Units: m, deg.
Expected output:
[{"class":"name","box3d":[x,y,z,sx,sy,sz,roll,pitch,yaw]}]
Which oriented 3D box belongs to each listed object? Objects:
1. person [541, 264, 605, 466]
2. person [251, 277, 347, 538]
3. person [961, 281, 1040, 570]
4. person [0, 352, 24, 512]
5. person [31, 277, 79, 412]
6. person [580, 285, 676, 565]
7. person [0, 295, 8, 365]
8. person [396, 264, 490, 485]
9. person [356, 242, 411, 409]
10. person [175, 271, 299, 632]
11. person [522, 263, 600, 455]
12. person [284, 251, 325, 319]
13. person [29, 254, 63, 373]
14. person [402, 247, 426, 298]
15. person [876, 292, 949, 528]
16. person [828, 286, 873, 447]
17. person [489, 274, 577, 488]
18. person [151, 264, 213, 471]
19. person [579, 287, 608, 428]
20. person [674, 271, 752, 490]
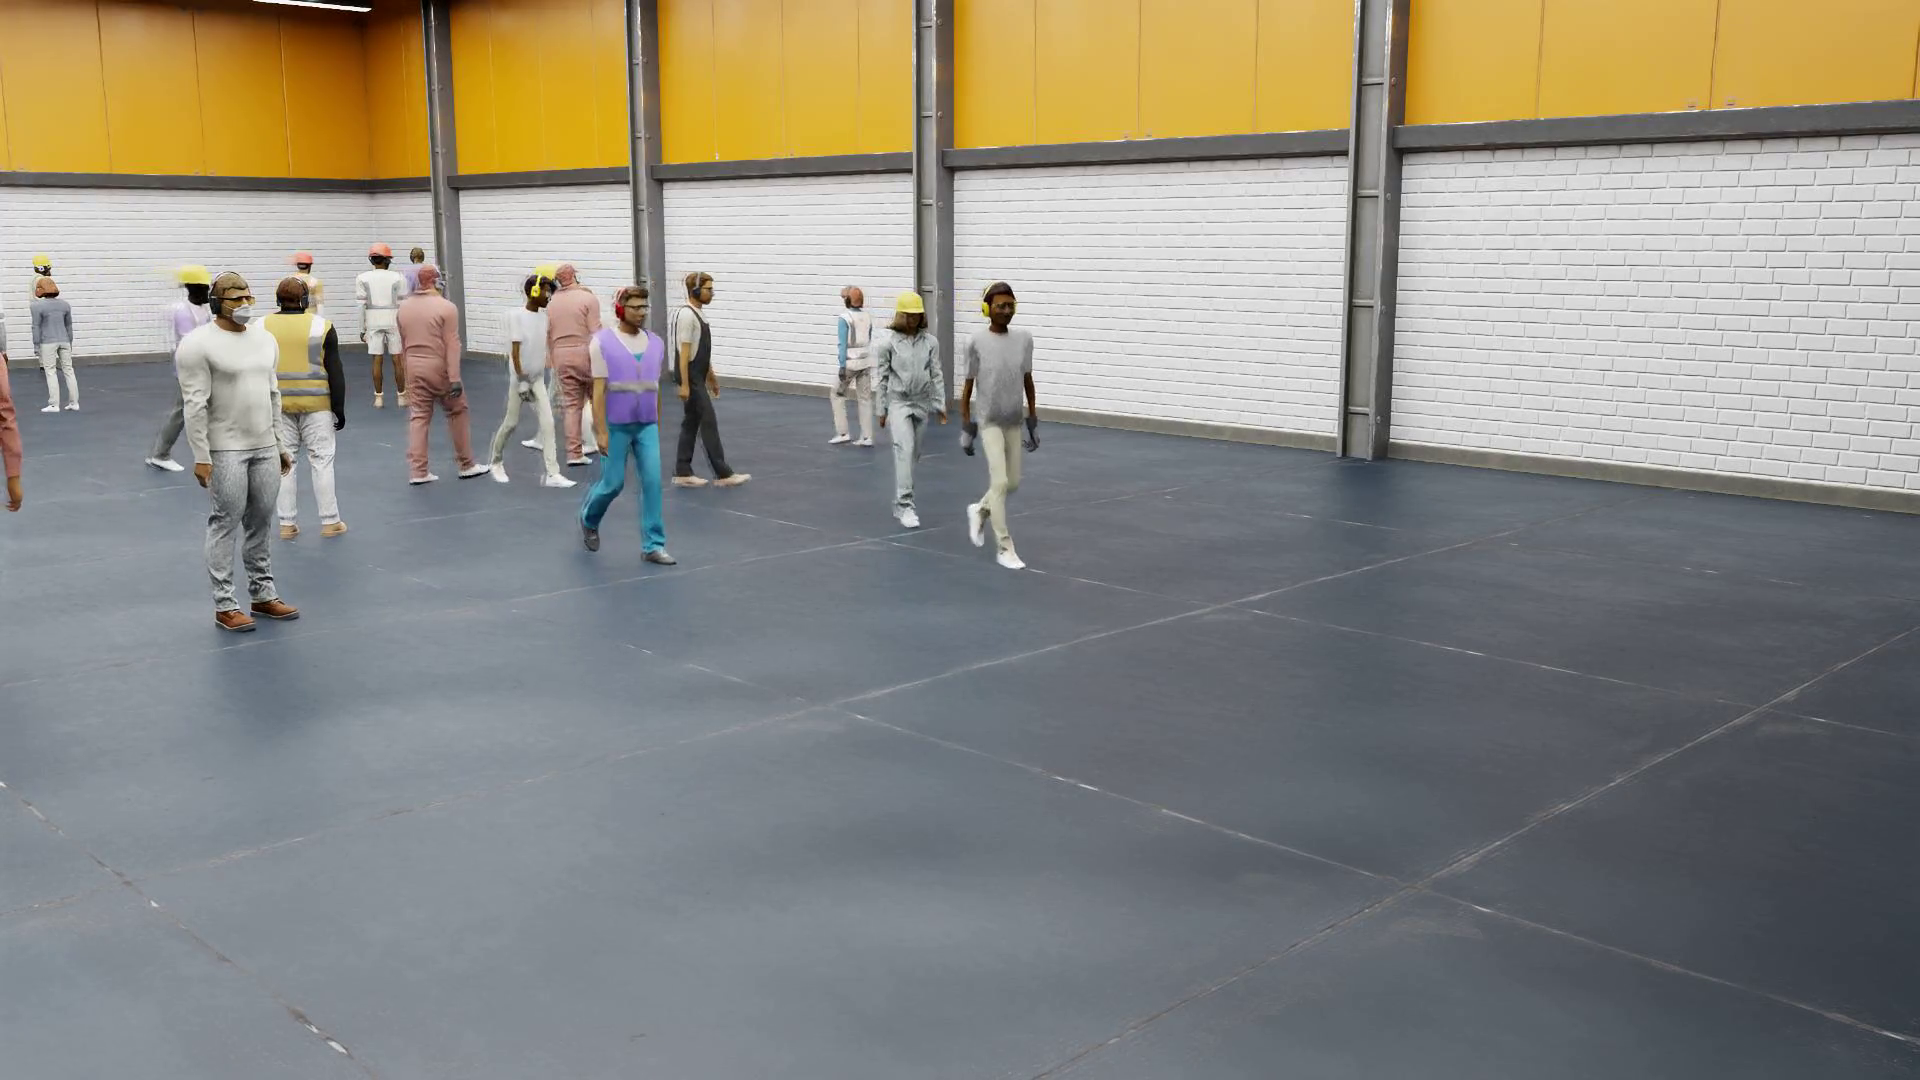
[{"class":"person","box3d":[-3.551,-1.633,15.540,0.721,1.858,0.673,3,11,16]},{"class":"person","box3d":[-4.663,-0.930,11.760,0.633,1.841,0.429,-2,11,-8]},{"class":"person","box3d":[0.244,-0.768,10.869,0.526,1.851,0.792,-5,12,-27]},{"class":"person","box3d":[-4.851,-0.305,7.977,0.653,1.970,0.703,-7,12,-33]},{"class":"person","box3d":[-11.001,-2.366,20.191,0.288,1.626,0.497,6,12,28]},{"class":"person","box3d":[-2.201,-0.757,10.883,0.577,1.821,0.768,-9,14,-42]},{"class":"person","box3d":[-10.162,-1.972,17.207,0.543,1.928,0.370,-6,12,-30]},{"class":"person","box3d":[-4.491,-1.441,14.448,0.665,1.874,0.845,4,11,21]},{"class":"person","box3d":[-7.115,-2.643,20.559,0.610,2.040,0.394,-2,11,-13]},{"class":"person","box3d":[-3.916,-0.483,9.055,0.362,1.939,0.635,5,11,23]},{"class":"person","box3d":[-3.922,-1.754,16.212,1.002,1.862,0.609,4,11,20]},{"class":"person","box3d":[-9.031,-3.009,22.868,0.572,1.924,0.651,-1,10,-7]},{"class":"person","box3d":[-14.199,-3.505,25.822,0.404,1.834,0.587,-8,13,-37]},{"class":"person","box3d":[-8.673,-3.732,26.774,0.356,1.938,0.633,8,13,39]},{"class":"person","box3d":[-0.322,-0.955,12.238,0.494,1.717,0.744,-7,12,-32]},{"class":"person","box3d":[-1.121,-1.749,16.824,0.568,1.619,0.538,8,13,37]},{"class":"person","box3d":[-3.726,-1.366,14.251,0.993,1.805,0.556,7,13,34]},{"class":"person","box3d":[-6.890,-1.540,15.007,1.011,1.881,0.600,0,10,-1]},{"class":"person","box3d":[-3.871,-1.799,17.142,0.508,1.613,0.680,0,10,1]},{"class":"person","box3d":[-2.084,-1.329,13.969,0.744,1.823,0.544,0,10,0]}]
